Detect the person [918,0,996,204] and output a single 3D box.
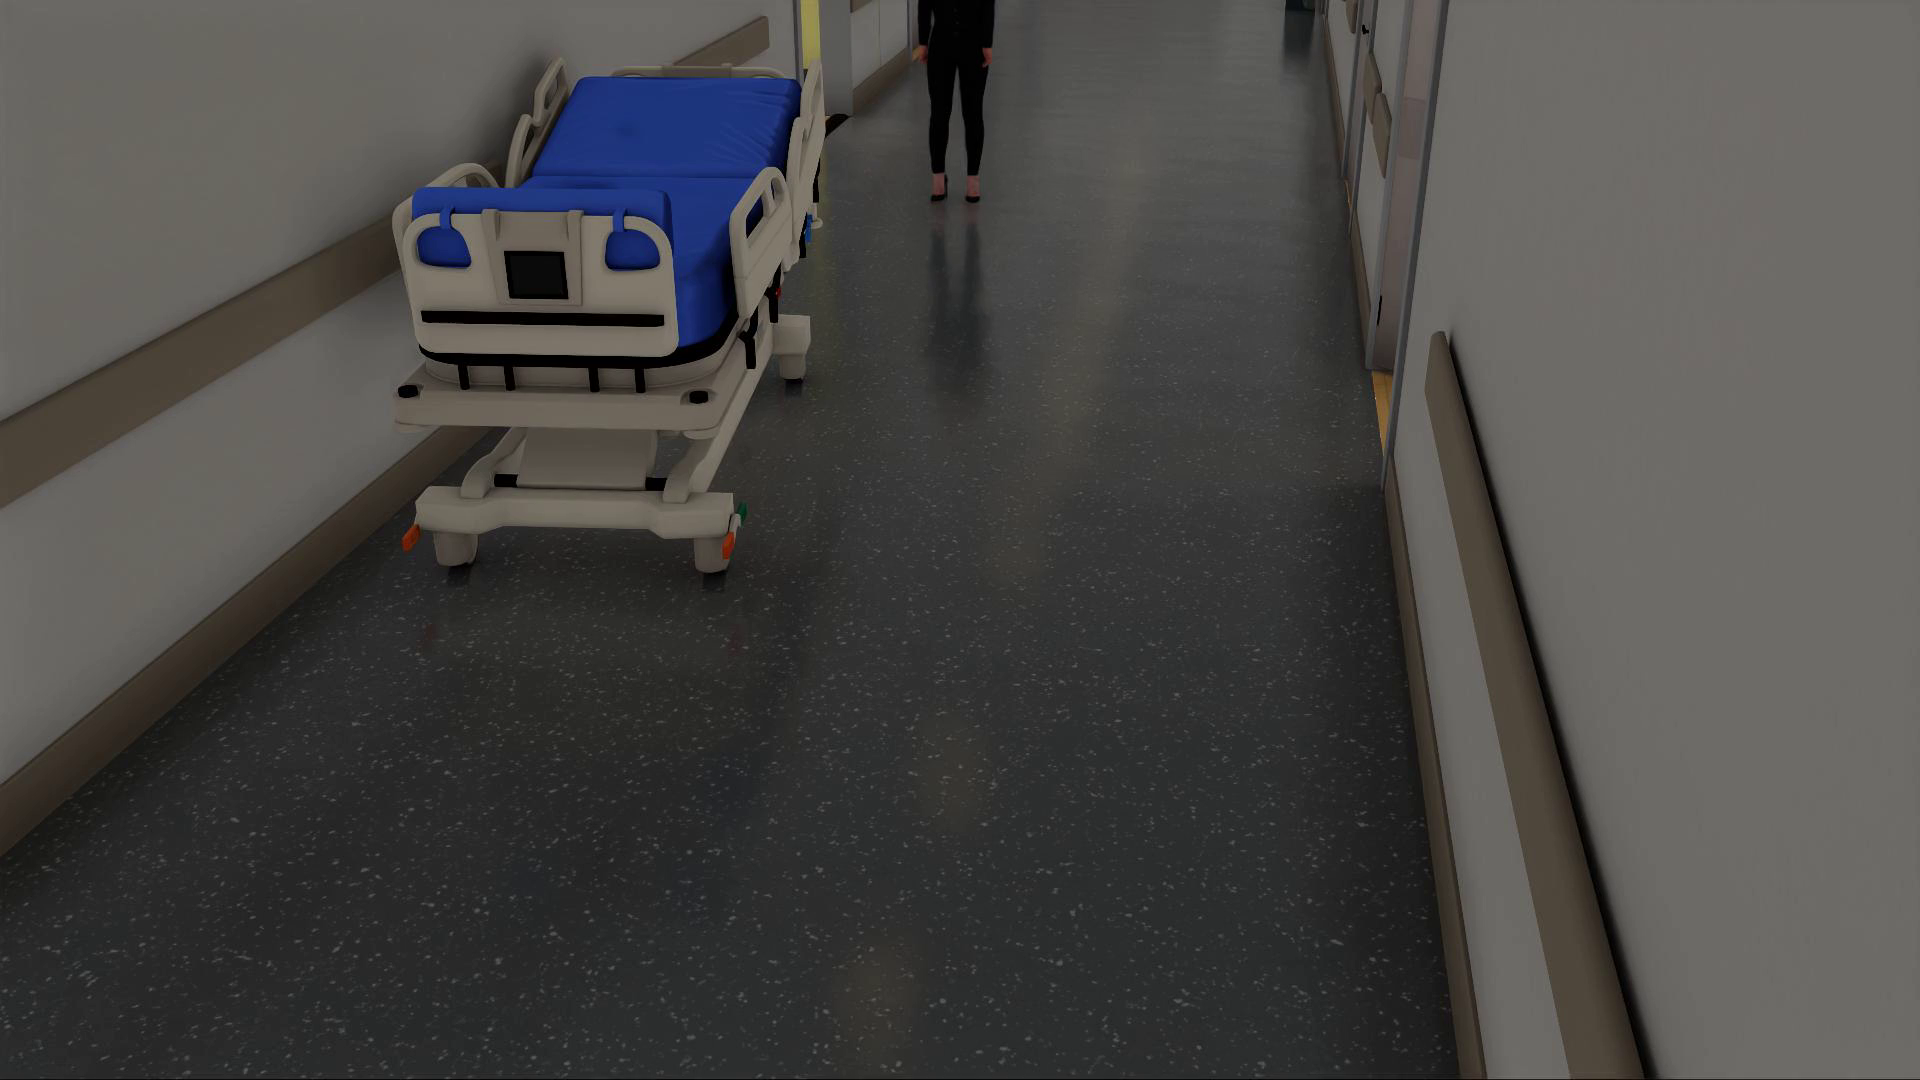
[{"bbox_3d":[-0.019,-2.787,9.510,0.422,1.712,0.642,4,26,7],"label":"person"}]
